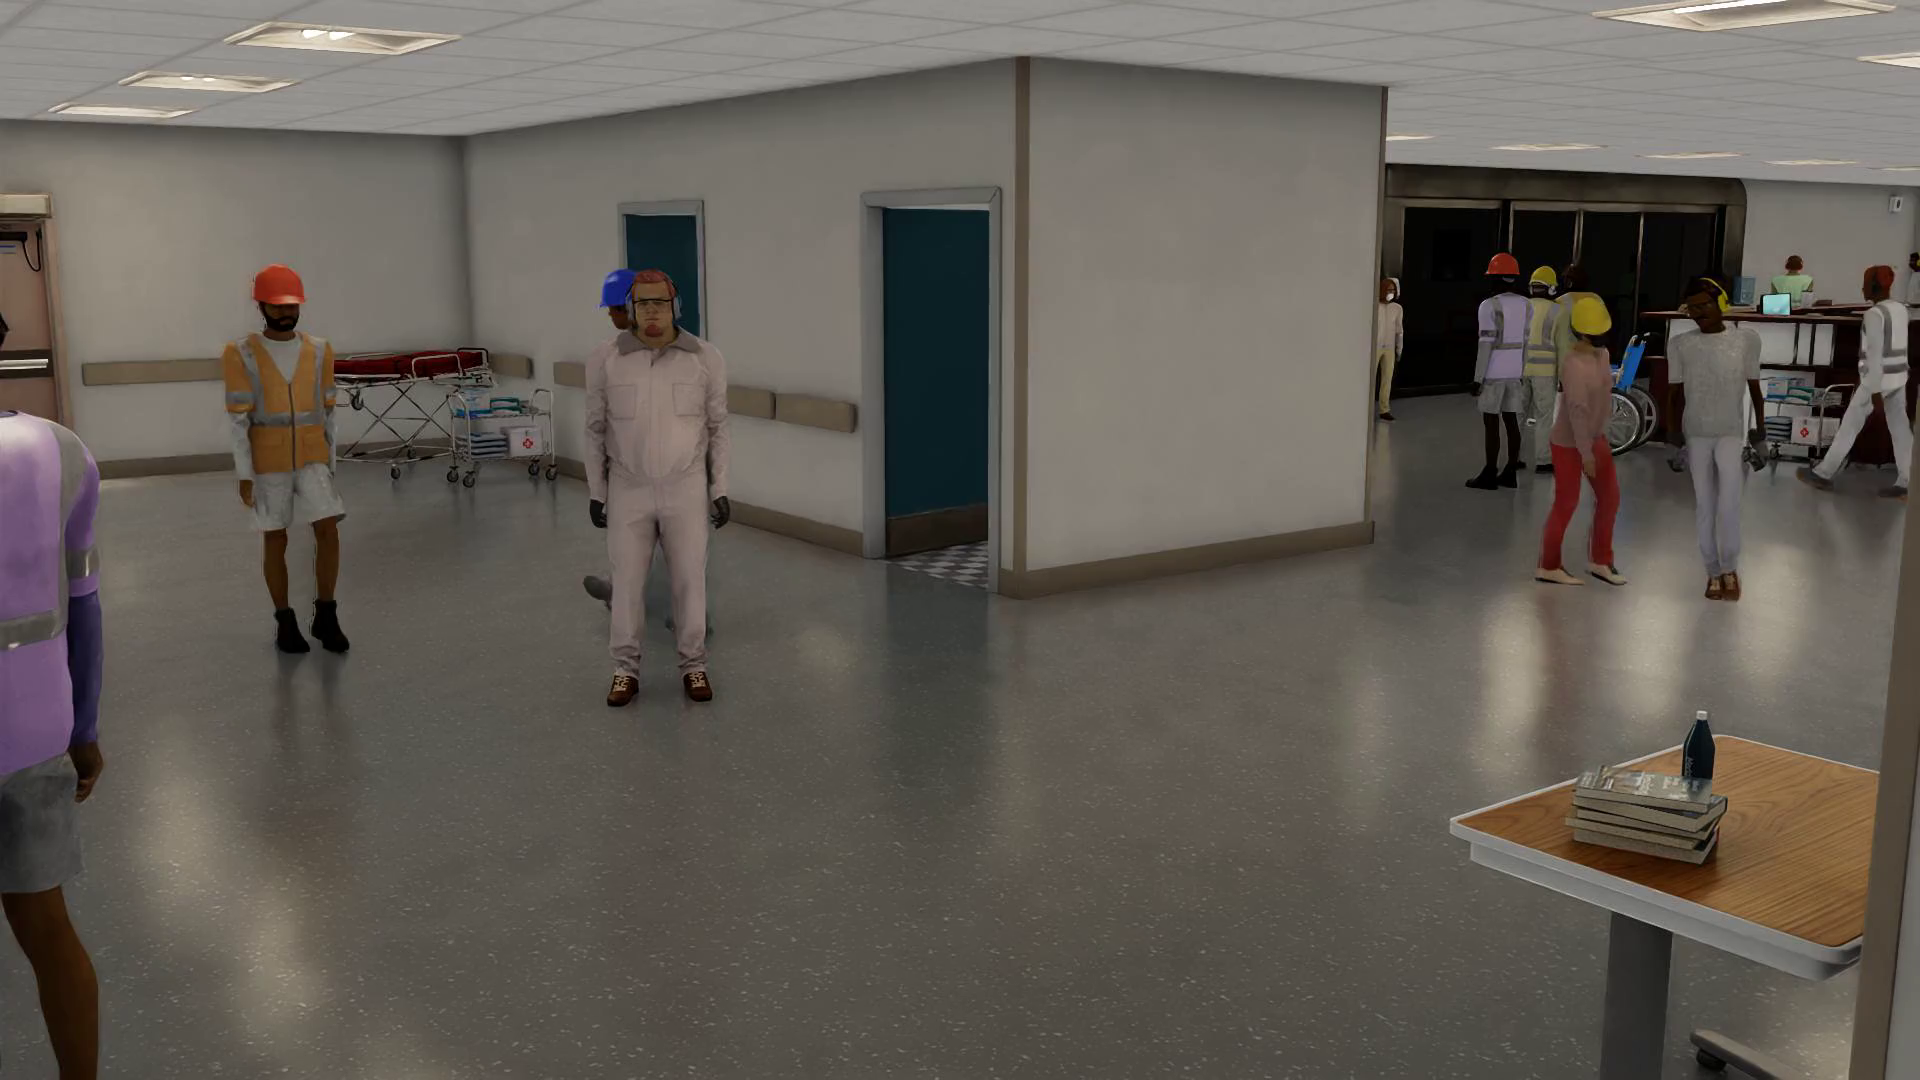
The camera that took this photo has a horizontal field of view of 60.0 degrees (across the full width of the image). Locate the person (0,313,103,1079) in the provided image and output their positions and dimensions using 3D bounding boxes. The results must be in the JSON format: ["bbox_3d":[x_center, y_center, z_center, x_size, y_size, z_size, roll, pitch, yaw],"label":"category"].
[{"bbox_3d":[-2.042,0.413,3.422,0.407,2.029,0.613,3,11,17],"label":"person"}]

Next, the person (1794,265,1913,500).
[{"bbox_3d":[7.265,-1.265,13.325,0.575,1.833,0.990,-6,12,-31],"label":"person"}]

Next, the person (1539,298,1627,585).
[{"bbox_3d":[3.656,-0.547,9.675,0.603,1.713,0.567,-8,13,-38],"label":"person"}]

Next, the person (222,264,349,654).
[{"bbox_3d":[-3.267,-0.372,8.112,0.547,1.916,0.584,-7,12,-36],"label":"person"}]

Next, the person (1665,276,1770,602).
[{"bbox_3d":[4.259,-0.560,9.394,0.572,1.831,0.512,5,11,27],"label":"person"}]

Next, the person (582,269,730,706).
[{"bbox_3d":[-1.326,-0.224,7.311,0.638,1.910,0.407,-2,10,-10],"label":"person"}]

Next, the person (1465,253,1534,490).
[{"bbox_3d":[4.429,-1.379,13.692,0.543,1.939,0.360,-5,11,-28],"label":"person"}]

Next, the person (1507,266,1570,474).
[{"bbox_3d":[5.094,-1.495,14.680,0.403,1.824,0.598,-9,14,-42],"label":"person"}]

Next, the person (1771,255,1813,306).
[{"bbox_3d":[12.323,-3.299,24.707,0.564,1.847,0.395,5,11,24],"label":"person"}]

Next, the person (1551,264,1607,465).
[{"bbox_3d":[5.592,-1.595,15.219,0.625,1.834,0.431,-5,11,-25],"label":"person"}]

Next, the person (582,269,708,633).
[{"bbox_3d":[-1.688,-0.465,8.738,1.004,1.880,0.624,7,12,33],"label":"person"}]

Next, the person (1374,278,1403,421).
[{"bbox_3d":[4.811,-2.158,18.947,0.504,1.628,0.285,-3,10,-14],"label":"person"}]
